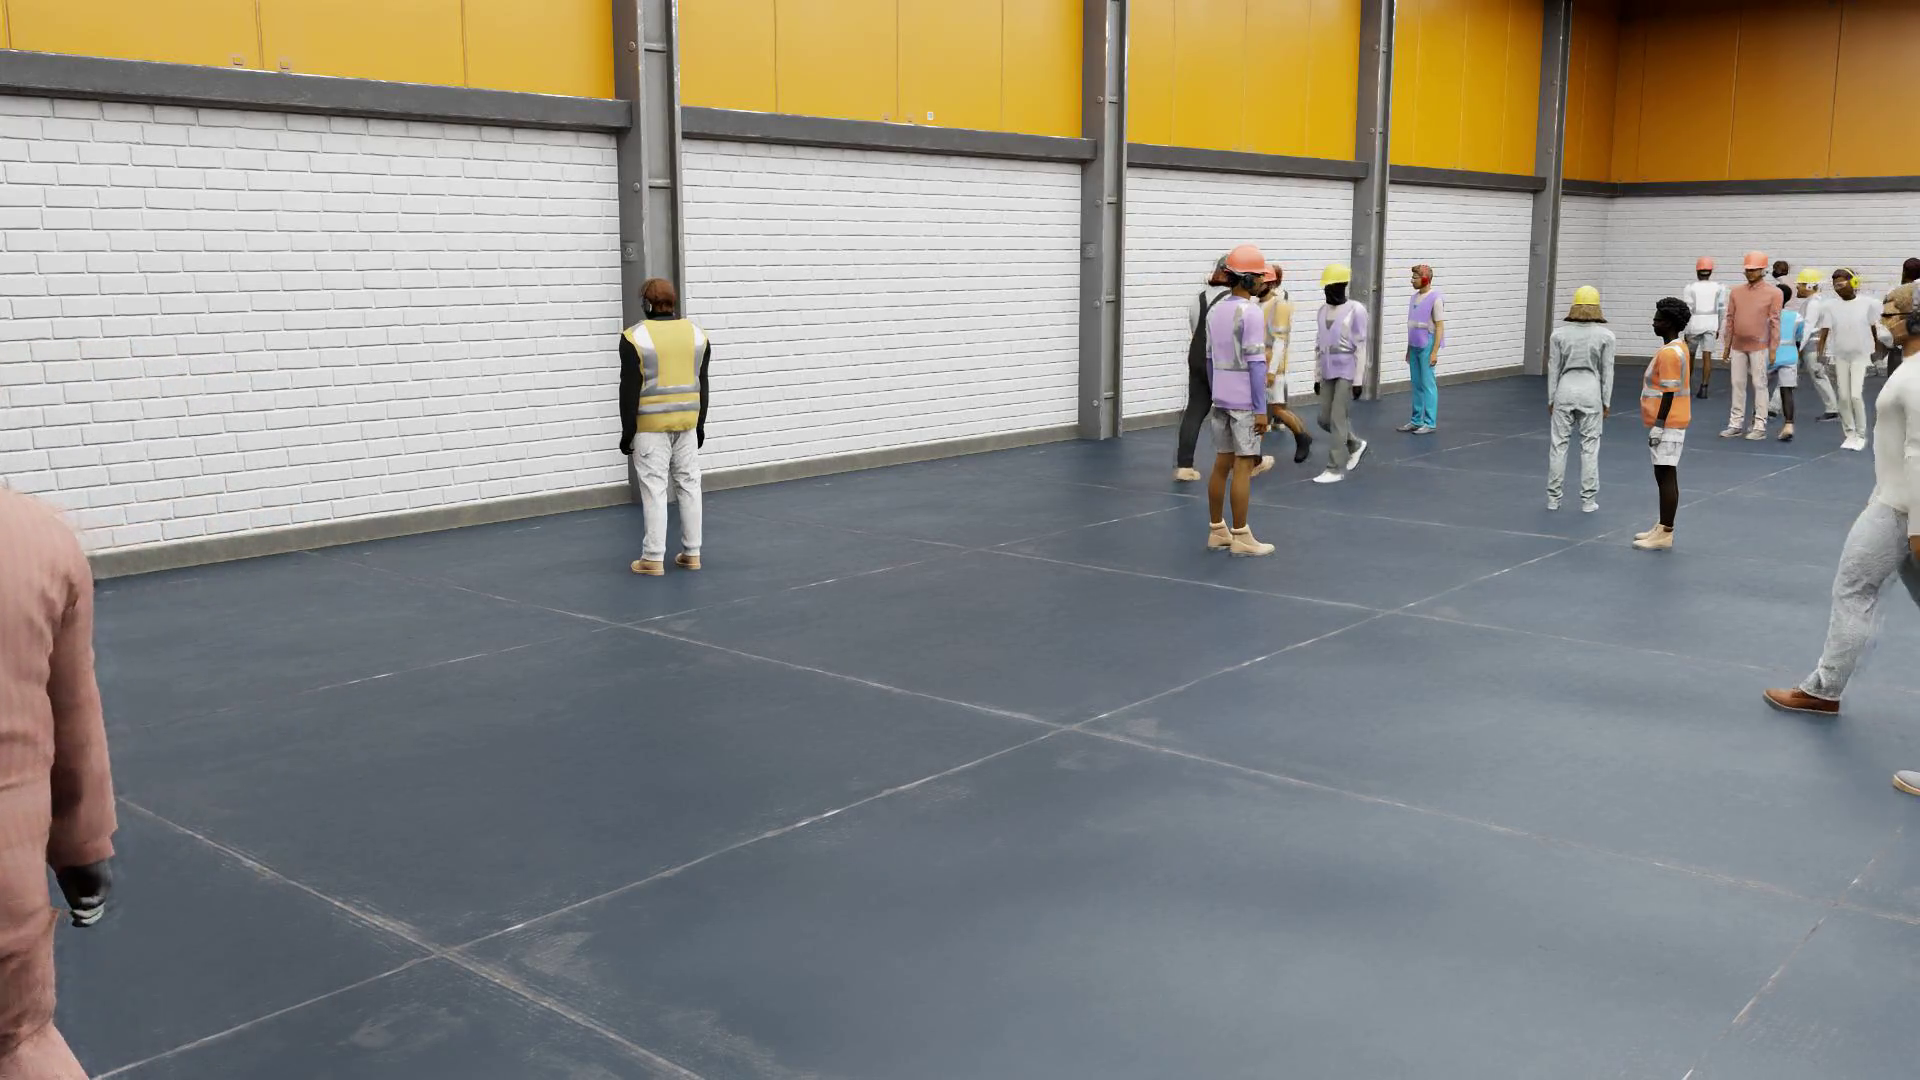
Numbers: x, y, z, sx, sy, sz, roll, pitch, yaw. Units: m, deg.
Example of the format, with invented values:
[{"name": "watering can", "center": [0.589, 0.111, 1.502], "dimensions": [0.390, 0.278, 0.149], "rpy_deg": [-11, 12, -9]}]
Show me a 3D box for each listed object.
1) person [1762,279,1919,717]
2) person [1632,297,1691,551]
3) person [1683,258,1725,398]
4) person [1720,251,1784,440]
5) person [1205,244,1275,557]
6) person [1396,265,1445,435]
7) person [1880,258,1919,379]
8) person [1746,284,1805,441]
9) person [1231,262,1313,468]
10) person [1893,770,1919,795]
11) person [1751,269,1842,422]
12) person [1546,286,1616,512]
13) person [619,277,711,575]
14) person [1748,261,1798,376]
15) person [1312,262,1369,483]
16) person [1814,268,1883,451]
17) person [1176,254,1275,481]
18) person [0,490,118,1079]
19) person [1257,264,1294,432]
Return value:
[{"name": "person", "center": [4.044, -0.138, 6.982], "dimensions": [0.994, 1.906, 0.618], "rpy_deg": [7, 12, 36]}, {"name": "person", "center": [4.739, -0.778, 11.188], "dimensions": [0.318, 1.697, 0.533], "rpy_deg": [5, 11, 26]}, {"name": "person", "center": [10.102, -2.889, 22.667], "dimensions": [0.549, 1.883, 1.006], "rpy_deg": [2, 10, 14]}, {"name": "person", "center": [8.389, -2.058, 17.658], "dimensions": [0.401, 1.989, 0.623], "rpy_deg": [-6, 12, -32]}, {"name": "person", "center": [1.850, -0.912, 10.966], "dimensions": [0.374, 2.044, 0.606], "rpy_deg": [-4, 11, -23]}, {"name": "person", "center": [5.065, -2.070, 18.132], "dimensions": [0.374, 1.840, 0.569], "rpy_deg": [-3, 10, -15]}, {"name": "person", "center": [10.026, -2.016, 17.606], "dimensions": [0.587, 1.920, 0.391], "rpy_deg": [-1, 10, -5]}, {"name": "person", "center": [8.680, -1.884, 17.620], "dimensions": [0.528, 1.652, 0.890], "rpy_deg": [1, 10, 7]}, {"name": "person", "center": [2.878, -1.608, 15.349], "dimensions": [0.797, 1.909, 0.546], "rpy_deg": [-6, 12, -31]}, {"name": "person", "center": [3.739, 0.026, 6.080], "dimensions": [0.574, 1.884, 0.356], "rpy_deg": [-7, 12, -34]}, {"name": "person", "center": [9.874, -2.260, 19.408], "dimensions": [0.945, 1.788, 0.592], "rpy_deg": [3, 10, 15]}, {"name": "person", "center": [4.788, -1.089, 12.856], "dimensions": [0.484, 1.735, 0.344], "rpy_deg": [5, 11, 26]}, {"name": "person", "center": [-1.851, -0.702, 10.346], "dimensions": [0.623, 1.844, 0.429], "rpy_deg": [-9, 13, -40]}, {"name": "person", "center": [12.871, -3.502, 26.368], "dimensions": [0.635, 1.824, 0.692], "rpy_deg": [-5, 11, -25]}, {"name": "person", "center": [3.339, -1.447, 14.423], "dimensions": [0.626, 1.900, 0.590], "rpy_deg": [-6, 12, -30]}, {"name": "person", "center": [8.939, -1.810, 16.710], "dimensions": [0.554, 1.817, 0.542], "rpy_deg": [9, 13, 41]}, {"name": "person", "center": [2.287, -1.531, 14.498], "dimensions": [1.048, 2.000, 0.694], "rpy_deg": [-7, 12, -36]}, {"name": "person", "center": [-1.750, 0.589, 2.857], "dimensions": [0.621, 1.894, 0.650], "rpy_deg": [6, 11, 29]}, {"name": "person", "center": [3.436, -2.110, 18.353], "dimensions": [0.507, 1.846, 0.343], "rpy_deg": [-7, 12, -36]}]
